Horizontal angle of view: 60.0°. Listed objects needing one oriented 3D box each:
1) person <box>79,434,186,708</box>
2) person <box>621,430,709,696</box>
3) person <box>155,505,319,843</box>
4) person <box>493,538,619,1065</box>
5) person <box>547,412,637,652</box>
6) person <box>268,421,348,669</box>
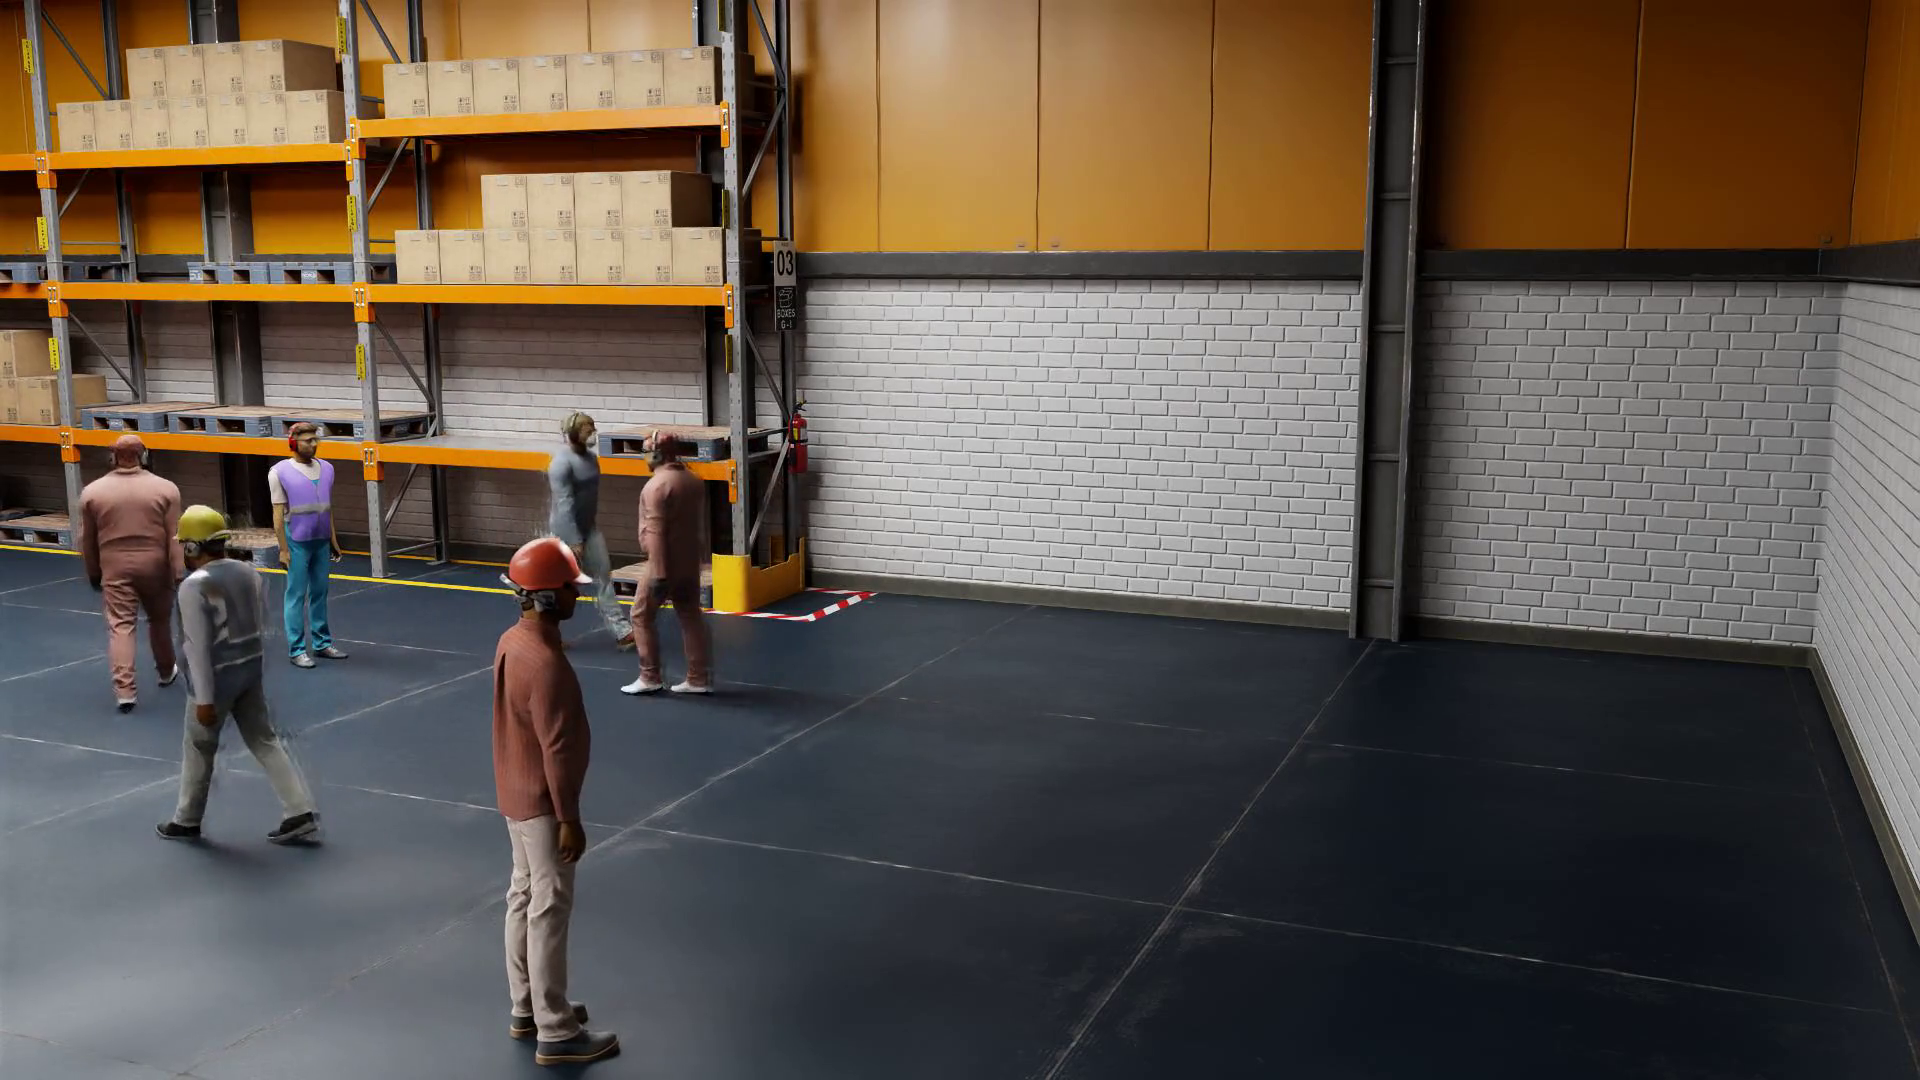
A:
[{"bbox_3d":[-5.723,0.193,11.556,0.664,1.851,1.036,-3,10,-19],"label":"person"},{"bbox_3d":[-2.098,0.168,11.607,0.759,1.876,0.676,3,10,20],"label":"person"},{"bbox_3d":[-3.772,0.709,8.613,0.903,1.794,0.607,3,10,15],"label":"person"},{"bbox_3d":[-1.570,0.979,6.343,0.389,1.996,0.612,-5,11,-29],"label":"person"},{"bbox_3d":[-2.892,-0.037,12.831,1.019,1.882,0.649,3,10,20],"label":"person"},{"bbox_3d":[-4.939,0.025,12.569,0.389,1.849,0.567,4,10,24],"label":"person"}]
